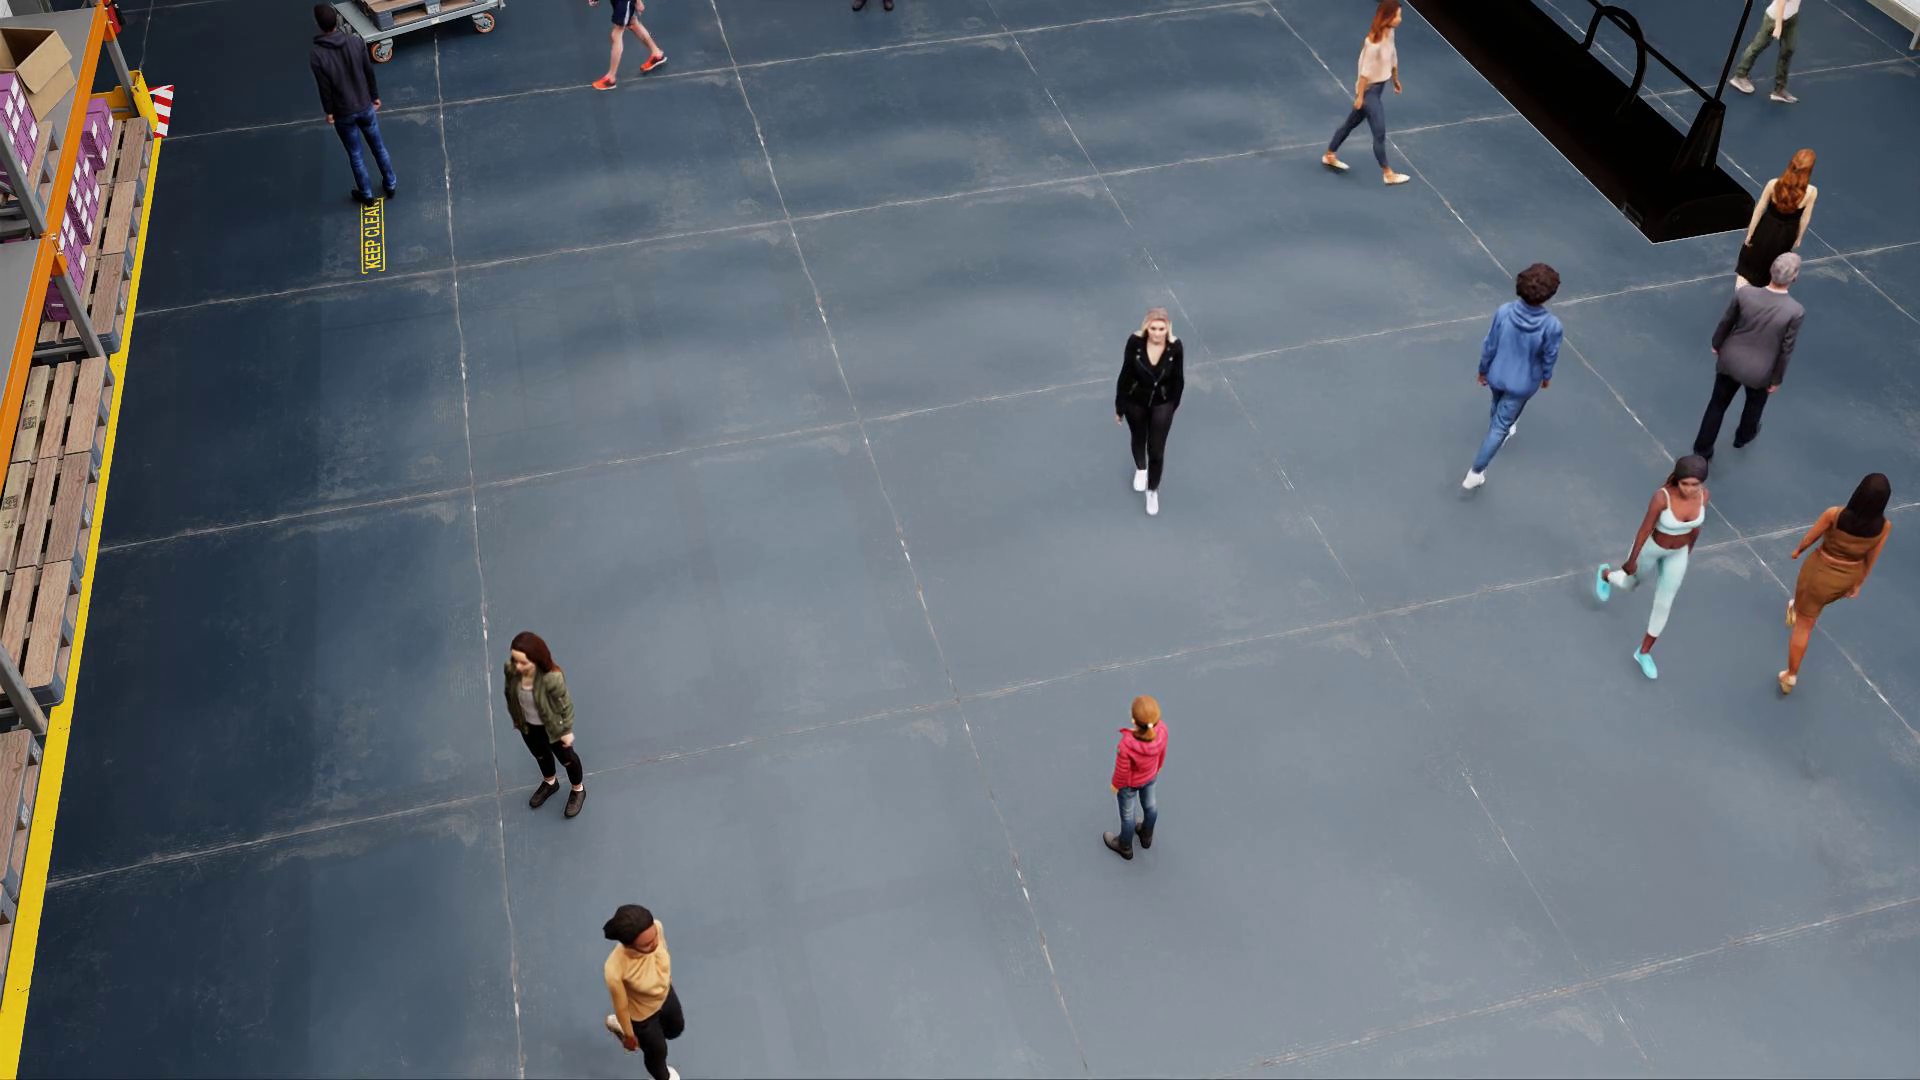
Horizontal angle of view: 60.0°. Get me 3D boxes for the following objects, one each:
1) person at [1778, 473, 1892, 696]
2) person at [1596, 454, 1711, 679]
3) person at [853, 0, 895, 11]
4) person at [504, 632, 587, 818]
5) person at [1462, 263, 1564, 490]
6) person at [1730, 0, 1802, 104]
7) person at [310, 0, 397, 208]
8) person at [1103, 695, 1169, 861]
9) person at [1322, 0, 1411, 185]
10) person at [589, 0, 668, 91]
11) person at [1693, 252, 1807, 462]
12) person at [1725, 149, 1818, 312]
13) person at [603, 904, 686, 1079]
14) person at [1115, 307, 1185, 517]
[{"bbox_3d":[5.555,0.307,10.655,0.880,1.643,1.126,9,44,9],"label":"person"},{"bbox_3d":[4.533,0.056,10.882,0.728,1.693,1.136,-4,44,-4],"label":"person"},{"bbox_3d":[-0.934,-6.596,17.755,0.786,1.845,0.710,2,44,2],"label":"person"},{"bbox_3d":[-2.490,1.086,9.958,0.658,1.477,0.683,14,45,14],"label":"person"},{"bbox_3d":[3.989,-1.146,12.087,1.201,1.772,1.132,31,52,29],"label":"person"},{"bbox_3d":[8.034,-5.172,16.420,0.750,1.625,1.011,-22,48,-22],"label":"person"},{"bbox_3d":[-5.434,-3.877,14.865,0.758,1.894,0.730,-30,51,-28],"label":"person"},{"bbox_3d":[1.054,1.387,9.756,0.565,1.318,0.576,-23,48,-22],"label":"person"},{"bbox_3d":[3.679,-4.128,15.238,1.156,1.743,1.077,23,48,22],"label":"person"},{"bbox_3d":[-3.306,-5.444,16.576,1.050,1.803,1.212,-30,51,-28],"label":"person"},{"bbox_3d":[5.742,-1.260,12.172,1.072,1.819,1.105,31,52,28],"label":"person"},{"bbox_3d":[6.609,-2.420,13.540,0.748,1.611,0.809,20,47,19],"label":"person"},{"bbox_3d":[-1.665,2.346,8.513,0.964,1.646,0.903,22,48,22],"label":"person"},{"bbox_3d":[1.366,-1.046,12.057,0.803,1.668,0.900,9,44,9],"label":"person"}]
